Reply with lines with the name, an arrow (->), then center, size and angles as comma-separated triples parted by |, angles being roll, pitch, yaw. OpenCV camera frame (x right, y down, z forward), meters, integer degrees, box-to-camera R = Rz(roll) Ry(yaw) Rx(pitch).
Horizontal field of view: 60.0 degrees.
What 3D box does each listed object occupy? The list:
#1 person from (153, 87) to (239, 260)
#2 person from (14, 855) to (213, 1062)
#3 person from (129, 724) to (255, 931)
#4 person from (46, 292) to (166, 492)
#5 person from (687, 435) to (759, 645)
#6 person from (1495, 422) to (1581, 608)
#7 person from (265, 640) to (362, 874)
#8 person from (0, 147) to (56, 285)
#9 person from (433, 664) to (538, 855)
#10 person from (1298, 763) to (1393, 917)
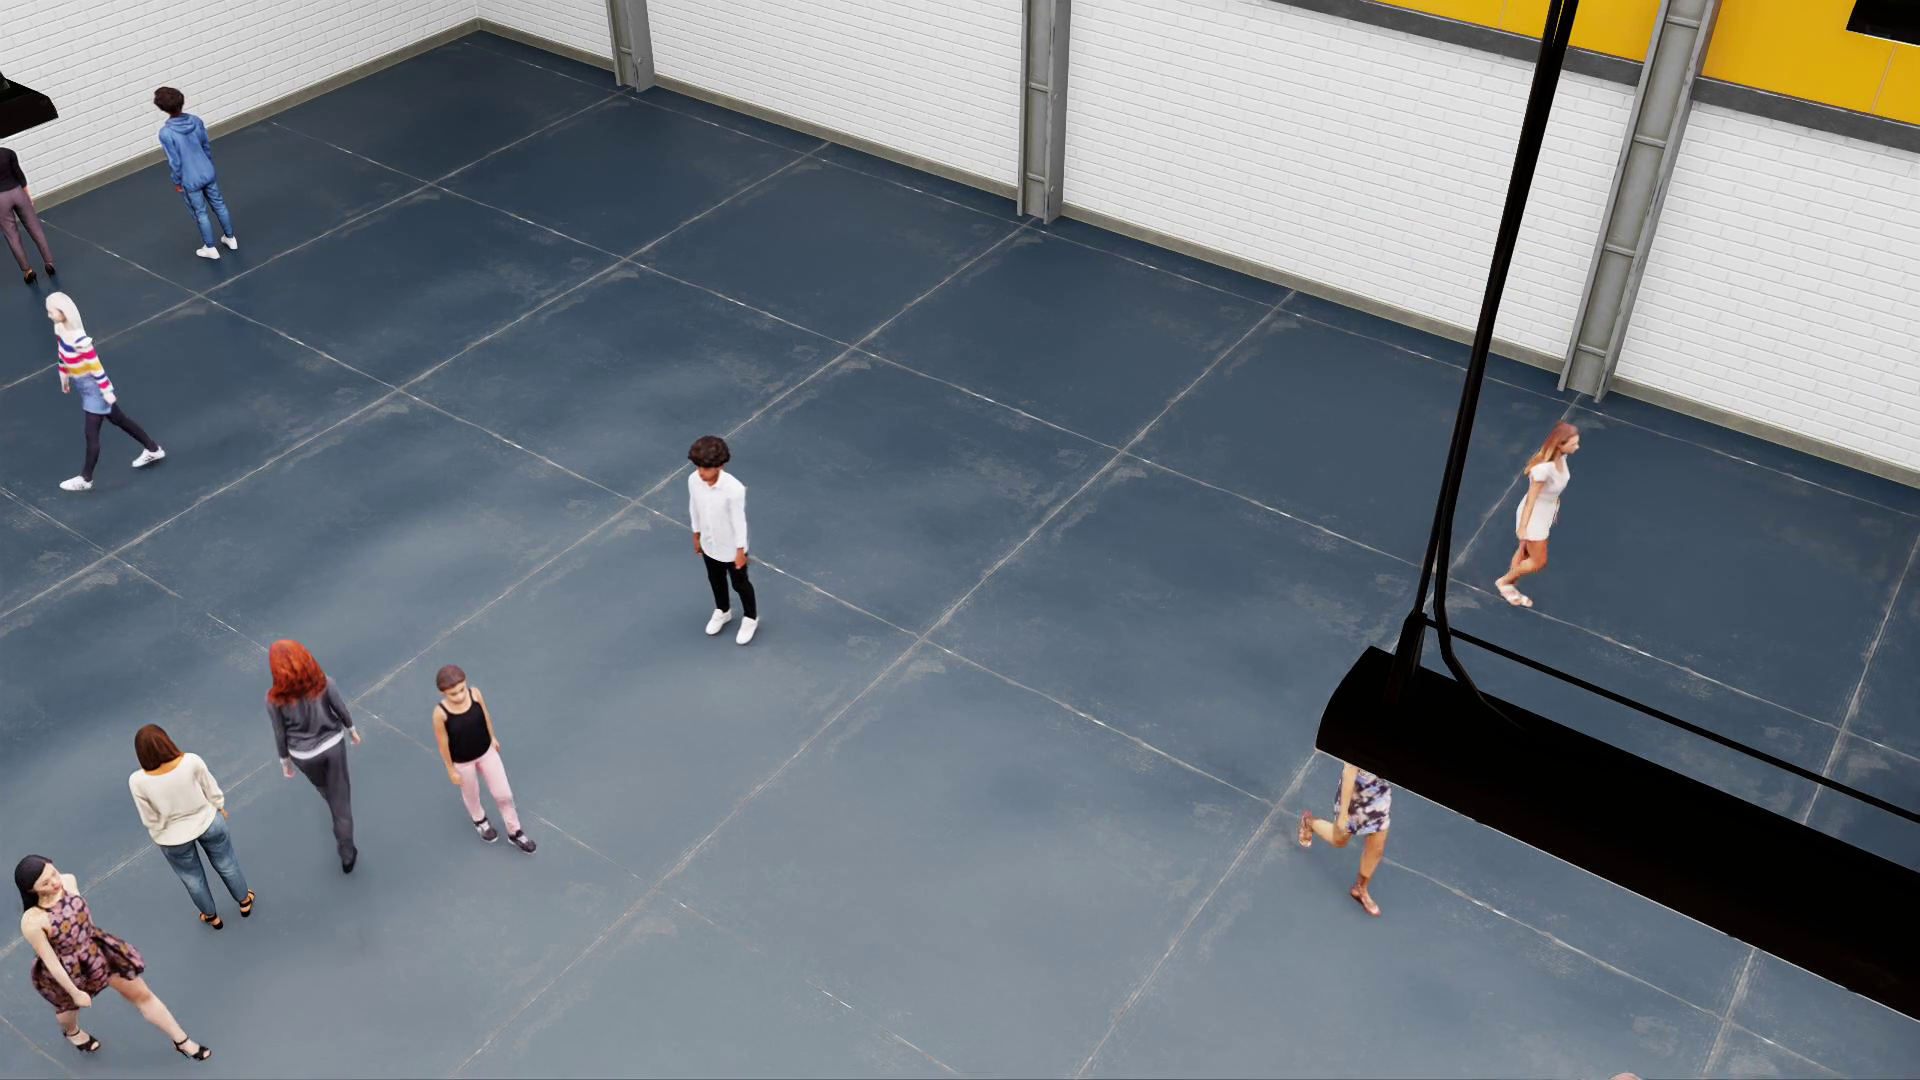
person -> -7.770, -3.732, 16.889 | 0.553, 1.803, 0.667 | 22, 44, 26
person -> -4.989, 2.387, 9.299 | 1.254, 1.714, 0.928 | 8, 39, 10
person -> -4.690, 1.746, 10.126 | 0.693, 1.683, 0.681 | -20, 43, -24
person -> -7.130, -1.279, 13.856 | 0.879, 1.756, 1.105 | -31, 48, -33
person -> -1.740, -0.017, 12.237 | 0.538, 1.804, 0.712 | 17, 42, 20
person -> 4.286, -0.218, 12.580 | 0.596, 1.689, 0.606 | 27, 46, 30
person -> -4.031, 1.414, 10.497 | 0.957, 1.739, 1.112 | -15, 41, -18
person -> -9.403, -3.320, 16.479 | 0.630, 1.672, 0.581 | -32, 48, -33
person -> -3.183, 1.356, 10.726 | 0.663, 1.544, 0.845 | -29, 47, -31
person -> 2.452, 1.557, 10.343 | 0.920, 1.708, 1.092 | -17, 42, -20
